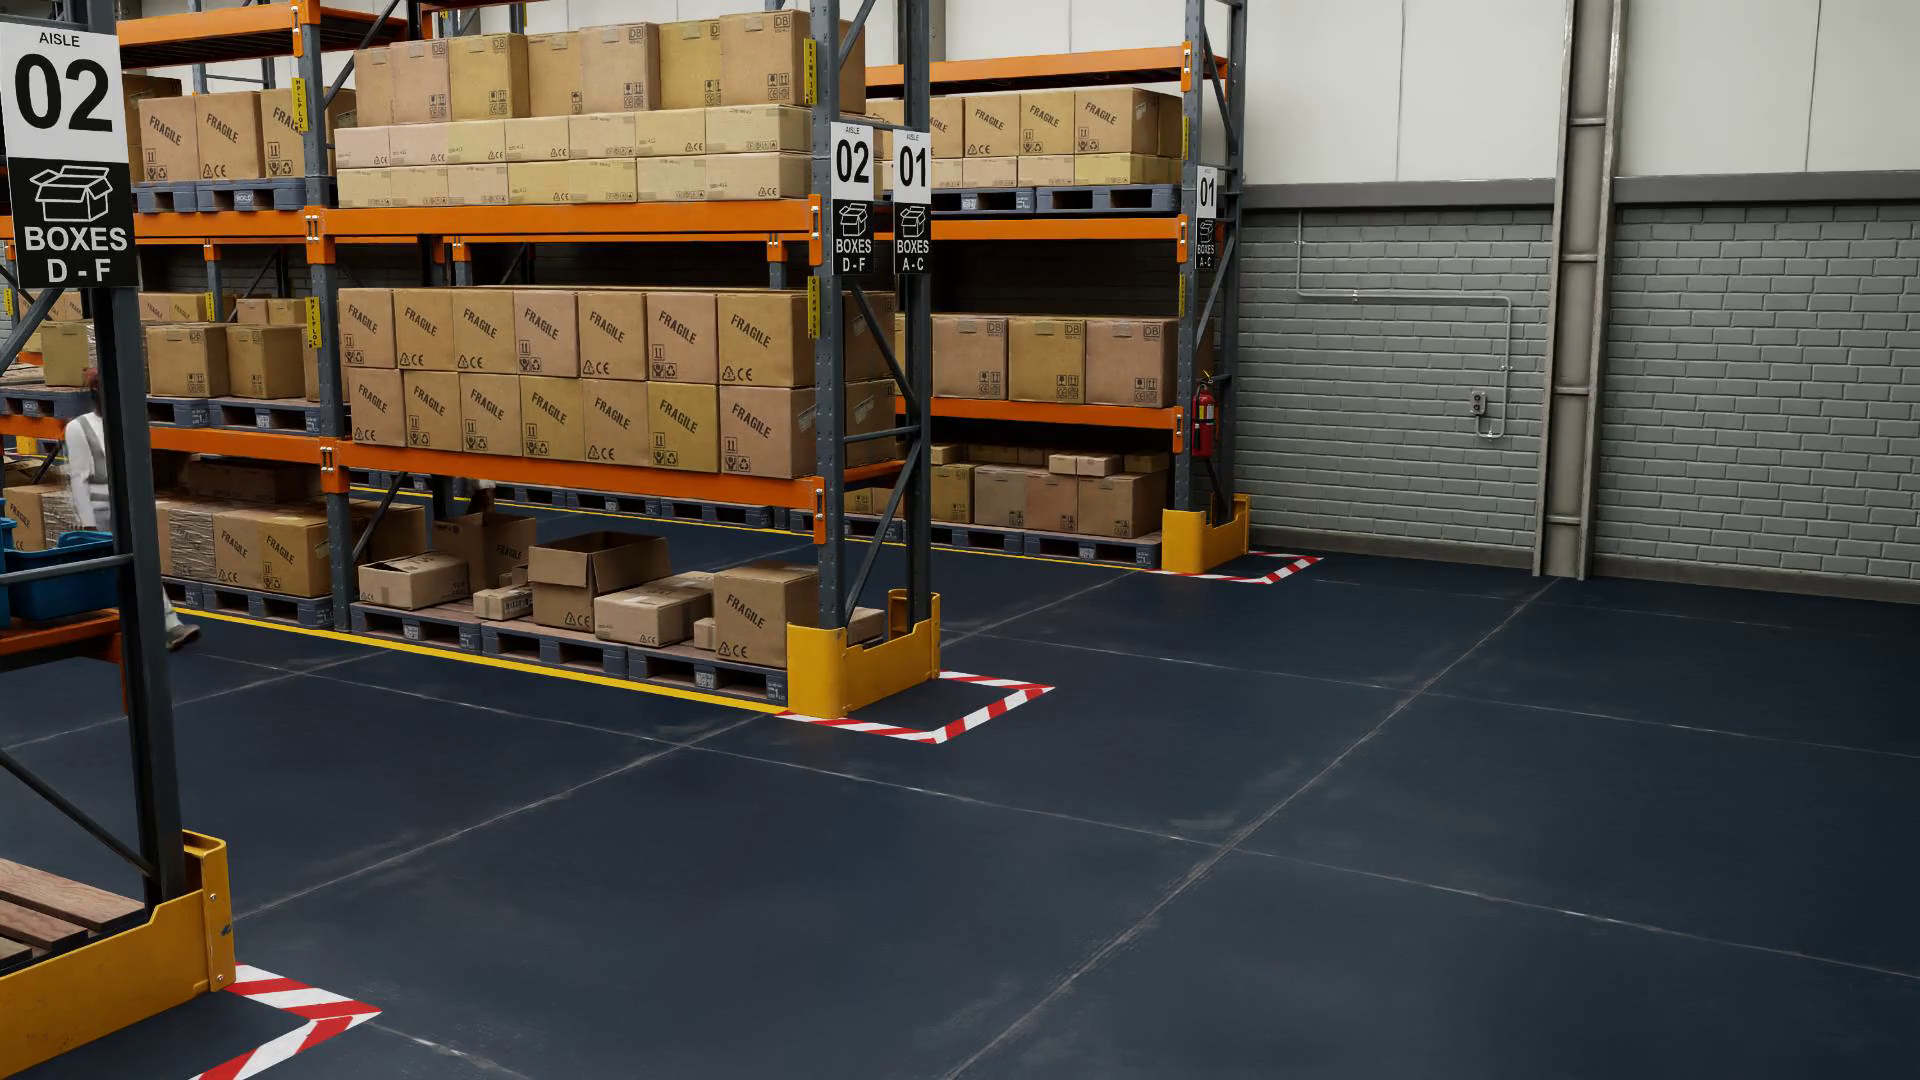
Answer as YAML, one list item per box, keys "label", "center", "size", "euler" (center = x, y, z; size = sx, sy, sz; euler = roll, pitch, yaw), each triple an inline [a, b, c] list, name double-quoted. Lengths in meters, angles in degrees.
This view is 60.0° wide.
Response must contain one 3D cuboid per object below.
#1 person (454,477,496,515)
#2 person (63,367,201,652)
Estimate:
- label: "person"
  center: [-3.935, -0.742, 13.758]
  size: [1.017, 1.882, 0.566]
  euler: [8, 12, 39]
- label: "person"
  center: [-5.332, -0.176, 10.565]
  size: [0.996, 1.828, 0.600]
  euler: [5, 11, 25]
